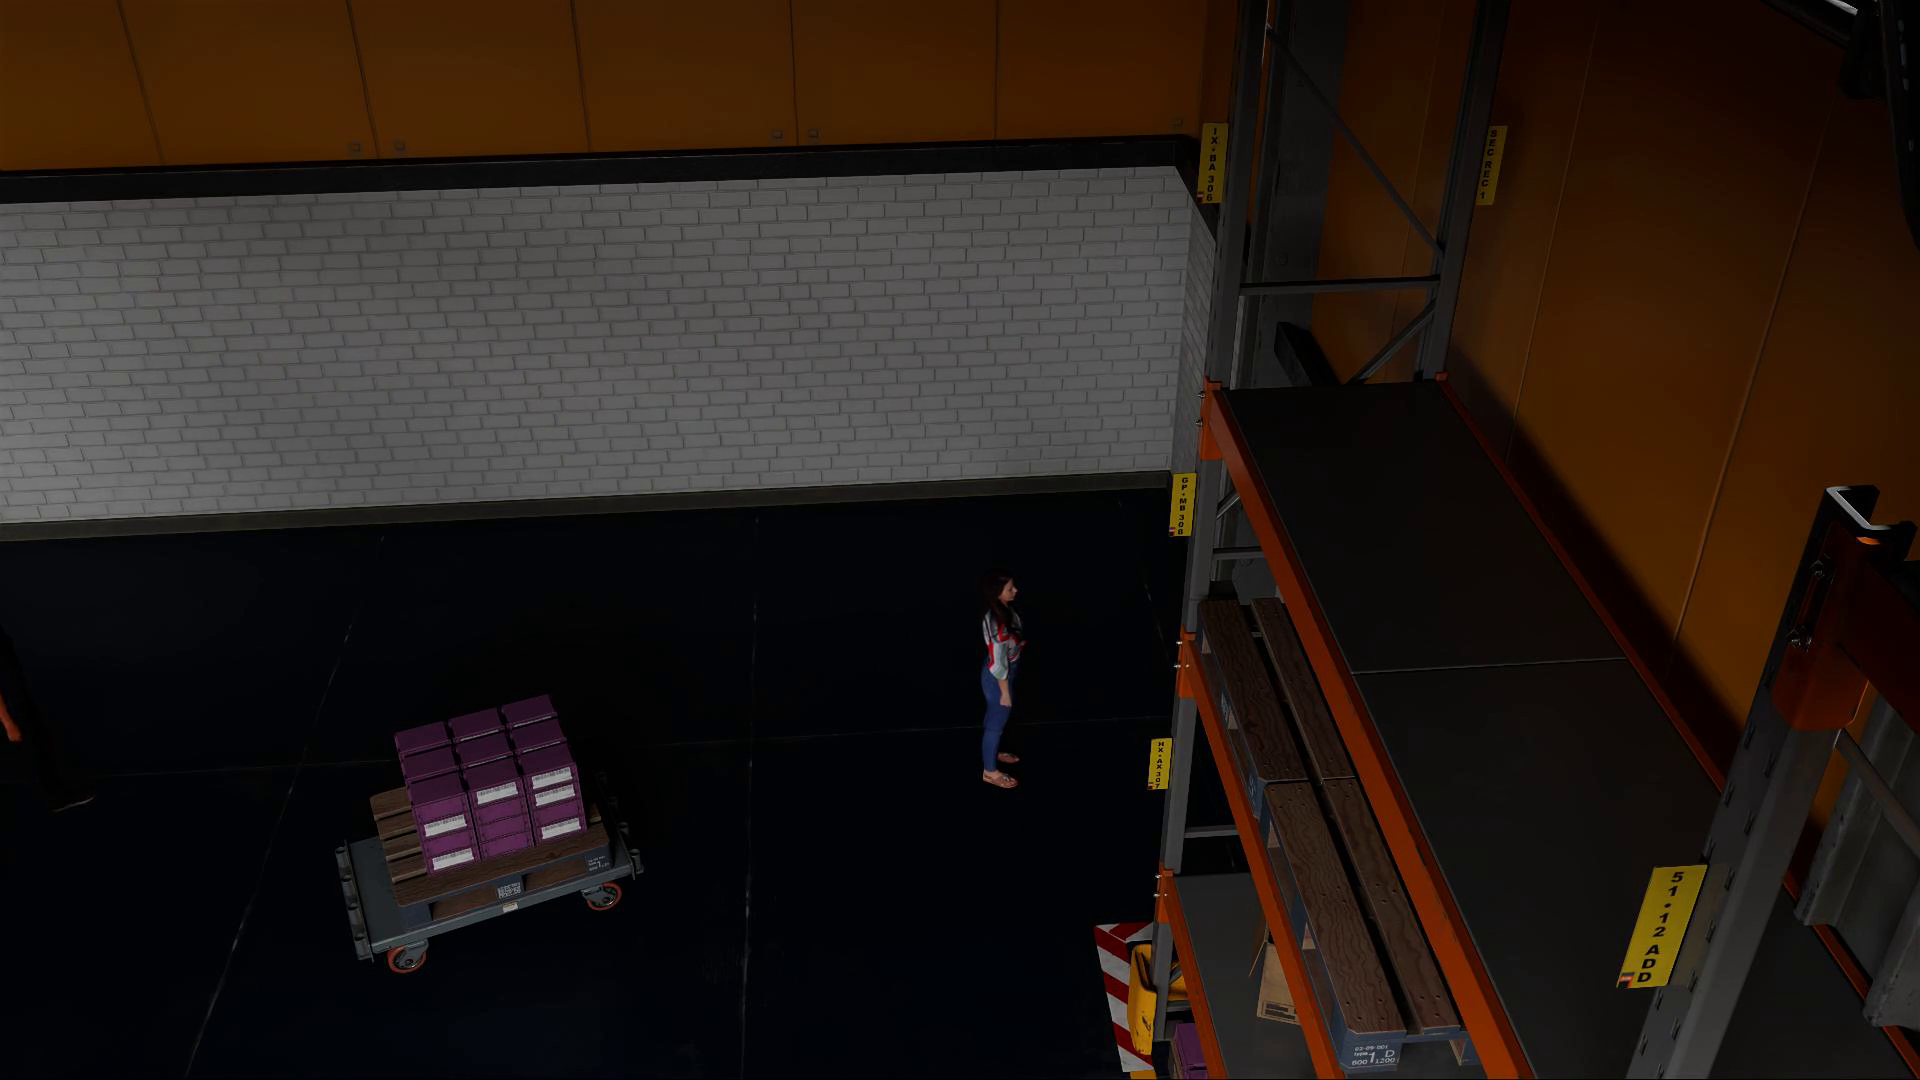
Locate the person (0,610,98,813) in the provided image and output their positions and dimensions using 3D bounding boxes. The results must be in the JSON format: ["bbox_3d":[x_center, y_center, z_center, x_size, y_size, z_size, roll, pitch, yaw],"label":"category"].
[{"bbox_3d":[-5.918,1.043,10.181,0.838,1.778,0.948,-11,35,-16],"label":"person"}]

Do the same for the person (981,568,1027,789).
[{"bbox_3d":[0.249,0.856,10.611,0.681,1.614,0.497,3,34,4],"label":"person"}]
